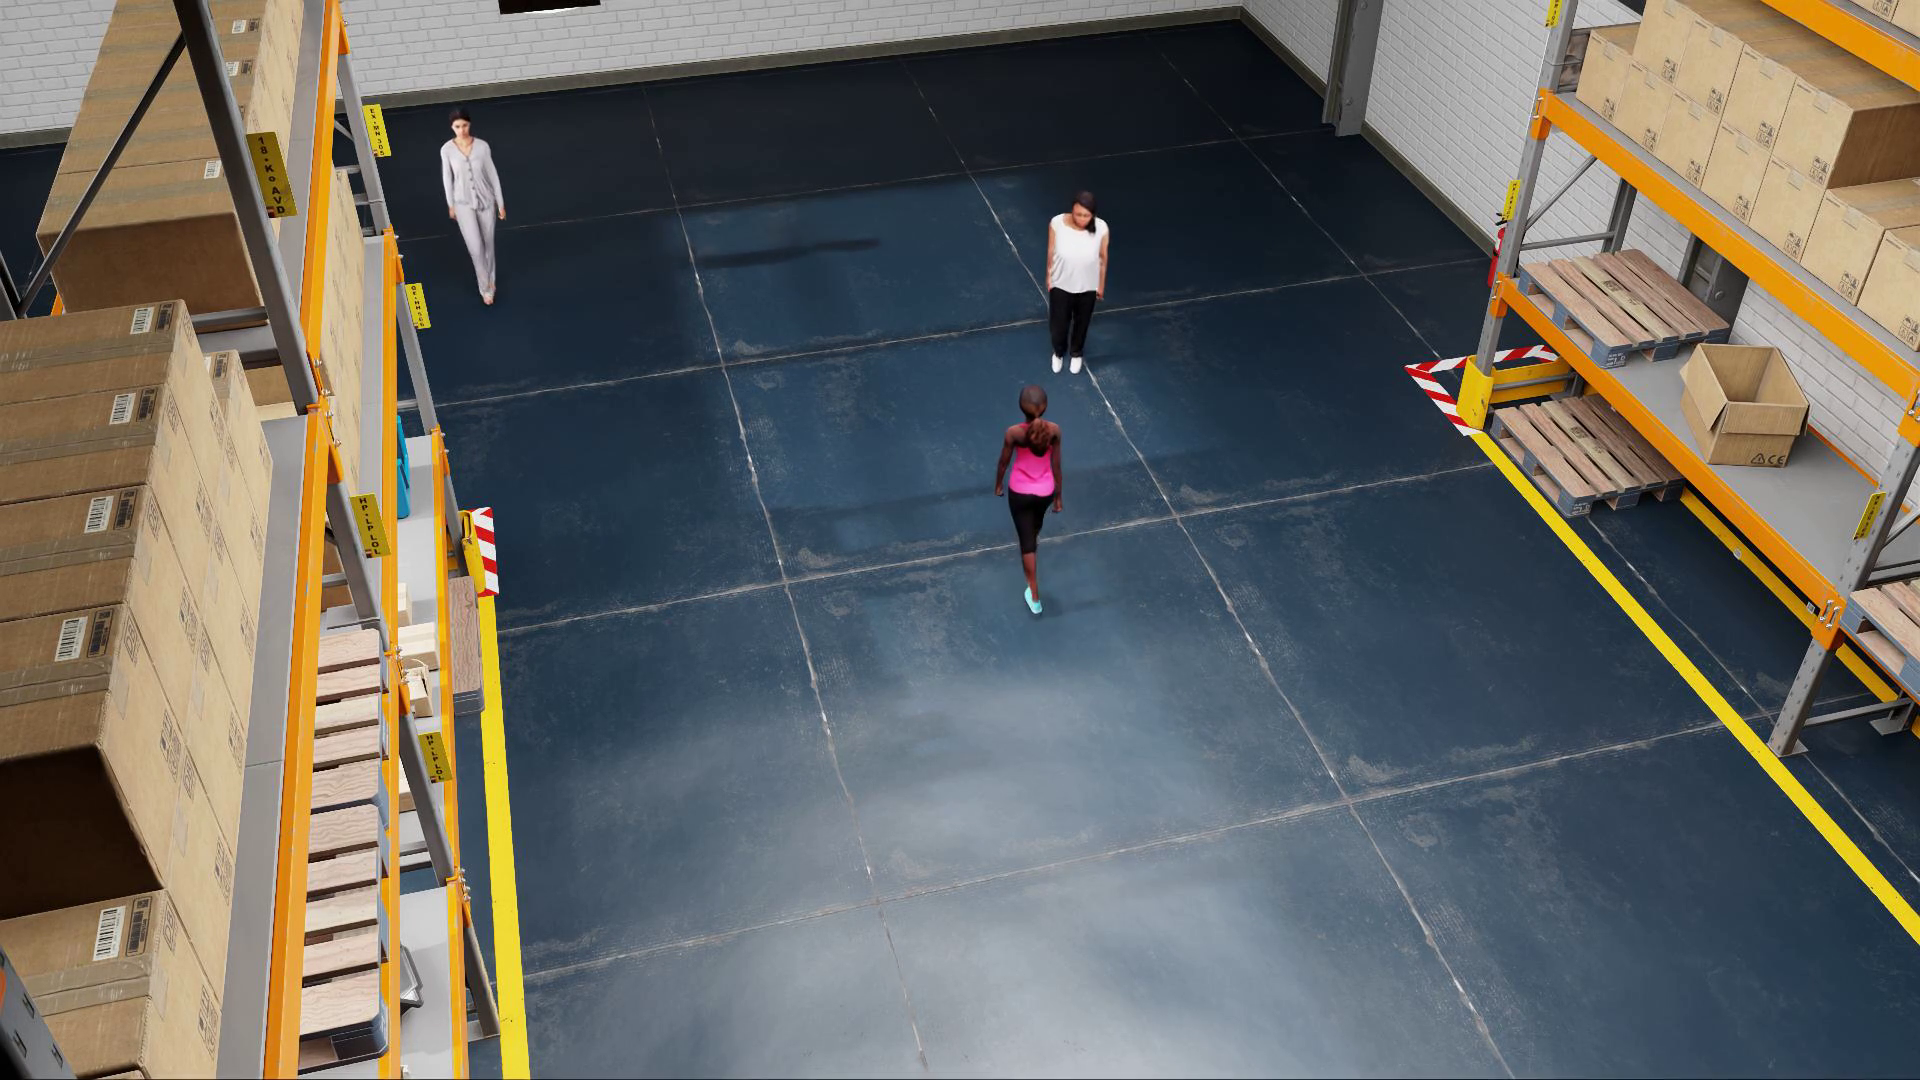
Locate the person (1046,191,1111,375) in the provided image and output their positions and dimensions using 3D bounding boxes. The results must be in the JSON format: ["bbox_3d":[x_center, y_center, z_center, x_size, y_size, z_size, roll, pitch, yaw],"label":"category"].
[{"bbox_3d":[0.955,-2.170,13.757,0.747,1.676,0.744,3,39,4],"label":"person"}]

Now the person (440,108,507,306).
[{"bbox_3d":[-4.318,-3.019,14.755,0.686,1.756,0.801,-16,41,-19],"label":"person"}]

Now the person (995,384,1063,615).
[{"bbox_3d":[0.501,-0.245,11.350,0.670,1.671,1.118,-5,39,-7],"label":"person"}]
